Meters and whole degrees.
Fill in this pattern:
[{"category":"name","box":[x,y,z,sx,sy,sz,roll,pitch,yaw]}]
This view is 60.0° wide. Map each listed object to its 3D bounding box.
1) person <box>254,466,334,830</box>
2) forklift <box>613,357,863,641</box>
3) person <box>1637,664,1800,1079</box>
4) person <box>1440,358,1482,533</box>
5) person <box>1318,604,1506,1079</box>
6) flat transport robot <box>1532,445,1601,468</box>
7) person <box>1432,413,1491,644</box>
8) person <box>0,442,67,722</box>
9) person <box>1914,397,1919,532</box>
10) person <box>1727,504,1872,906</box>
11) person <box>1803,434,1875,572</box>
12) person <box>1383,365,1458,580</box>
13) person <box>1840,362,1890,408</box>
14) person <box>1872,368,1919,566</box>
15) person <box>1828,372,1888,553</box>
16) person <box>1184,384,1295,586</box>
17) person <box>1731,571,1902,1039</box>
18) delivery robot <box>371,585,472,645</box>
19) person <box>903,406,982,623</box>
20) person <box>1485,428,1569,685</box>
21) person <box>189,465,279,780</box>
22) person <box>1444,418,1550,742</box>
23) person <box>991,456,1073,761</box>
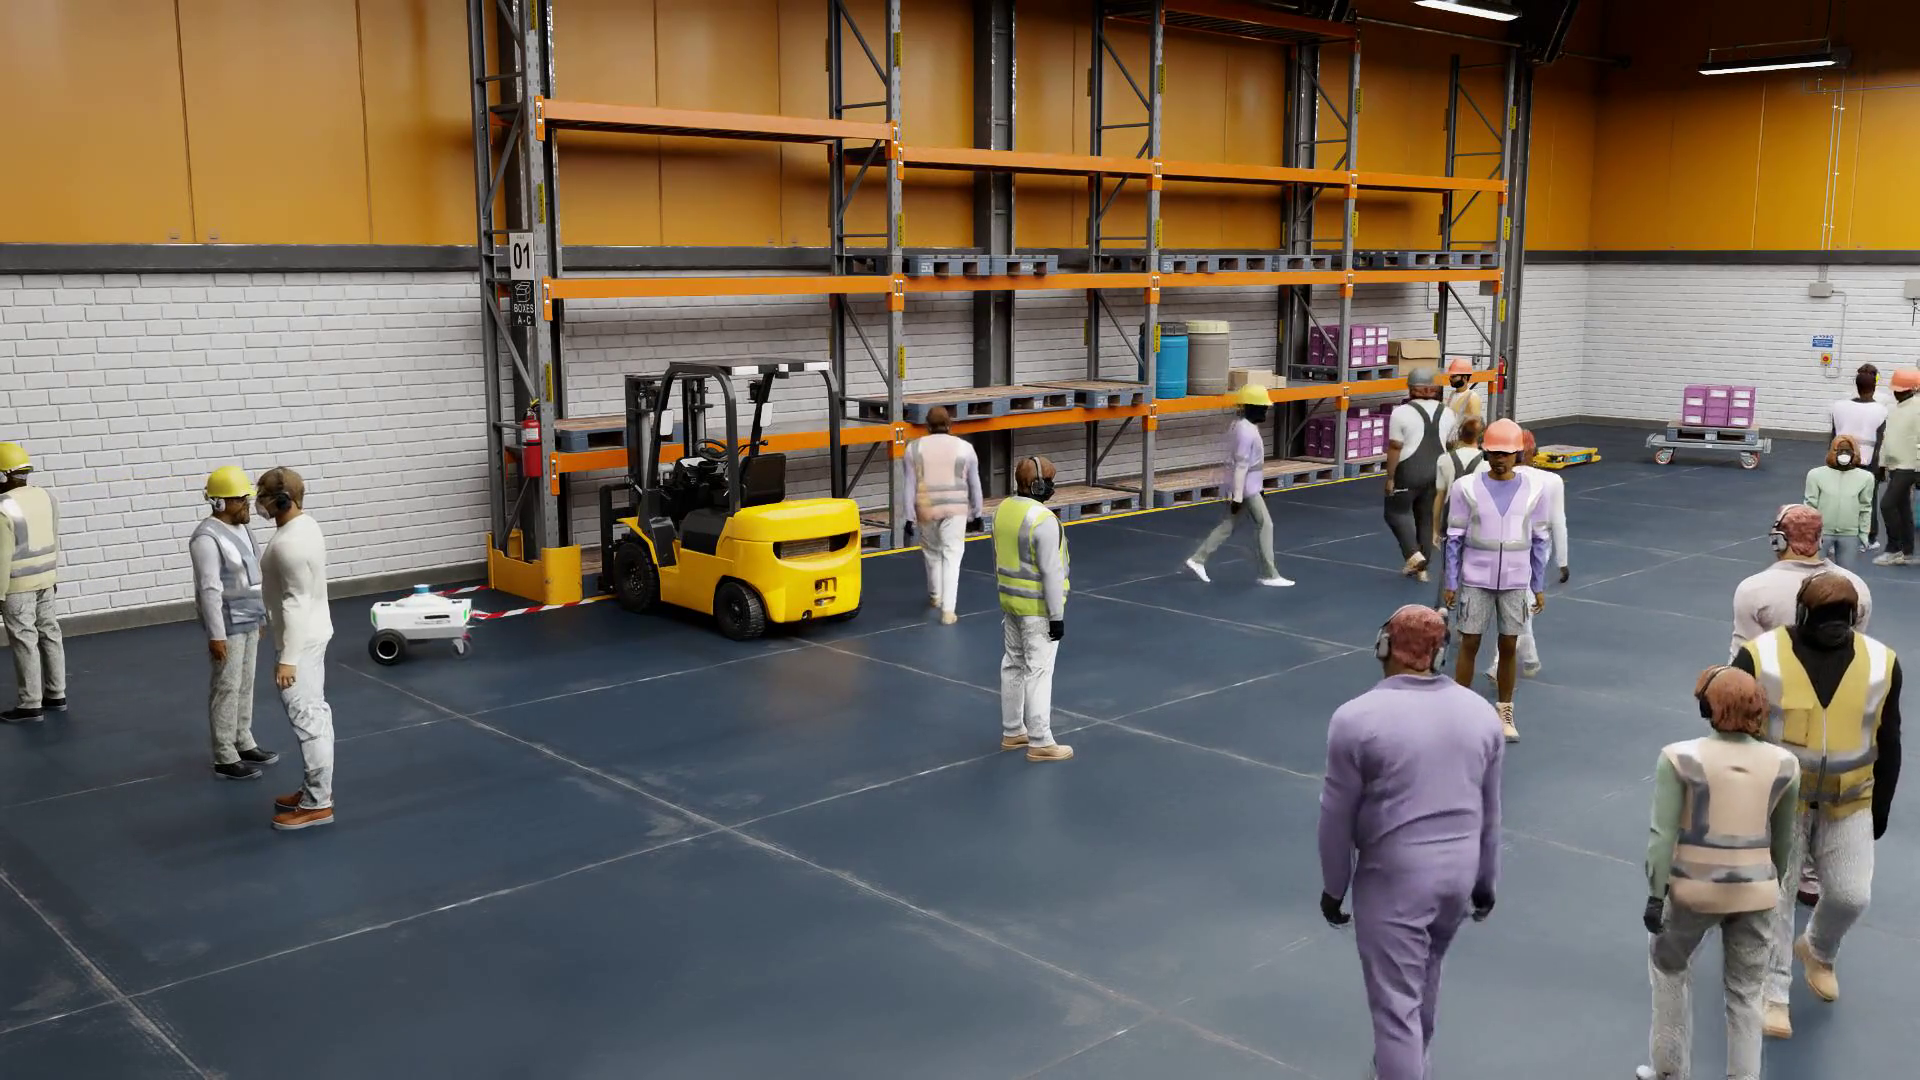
[{"category":"person","box":[-3.541,0.565,8.870,0.373,1.940,0.628,-3,10,-16]},{"category":"forklift","box":[-1.847,-0.414,13.852,1.214,2.155,2.313,-9,13,-42]},{"category":"person","box":[2.638,1.240,5.844,0.531,1.614,0.579,0,10,0]},{"category":"person","box":[5.390,-0.998,18.018,0.361,1.939,0.542,-2,10,-14]},{"category":"person","box":[1.528,1.151,5.724,0.664,1.851,0.802,-4,10,-20]},{"category":"flat transport robot","box":[8.718,-1.225,24.225,0.652,0.197,1.431,10,14,44]},{"category":"person","box":[3.917,-0.067,12.905,0.499,1.824,0.529,6,11,30]},{"category":"person","box":[-6.136,0.274,10.875,0.403,1.835,0.588,1,10,8]},{"category":"person","box":[10.591,-0.918,17.927,0.578,1.805,0.901,0,10,1]},{"category":"person","box":[3.839,0.776,7.741,0.641,1.905,0.410,-1,10,-6]},{"category":"person","box":[6.973,-0.030,13.245,0.500,1.633,0.286,3,10,17]},{"category":"person","box":[4.261,-0.624,15.530,0.697,2.000,0.564,-3,10,-17]},{"category":"person","box":[10.047,-1.055,18.591,0.568,1.863,0.497,4,10,22]},{"category":"person","box":[9.187,-0.713,16.319,0.627,1.951,0.670,1,10,4]},{"category":"person","box":[9.185,-0.781,17.040,0.578,1.848,0.946,9,13,43]},{"category":"person","box":[2.576,-0.507,15.328,0.971,1.882,0.583,1,10,6]},{"category":"person","box":[3.335,1.018,6.550,0.660,1.832,0.526,3,10,16]},{"category":"delivery robot","box":[-4.056,0.580,12.551,0.707,0.478,0.477,-2,10,-12]},{"category":"person","box":[-0.141,-0.234,14.028,0.653,1.778,1.012,0,10,1]},{"category":"person","box":[3.957,0.125,11.786,0.593,1.834,0.989,8,13,39]},{"category":"person","box":[-4.235,0.472,9.724,0.404,1.829,0.600,0,10,-3]},{"category":"person","box":[3.342,0.257,10.372,0.614,2.039,0.390,2,10,9]},{"category":"person","box":[0.448,0.409,10.066,0.429,1.842,0.633,-6,11,-29]}]
